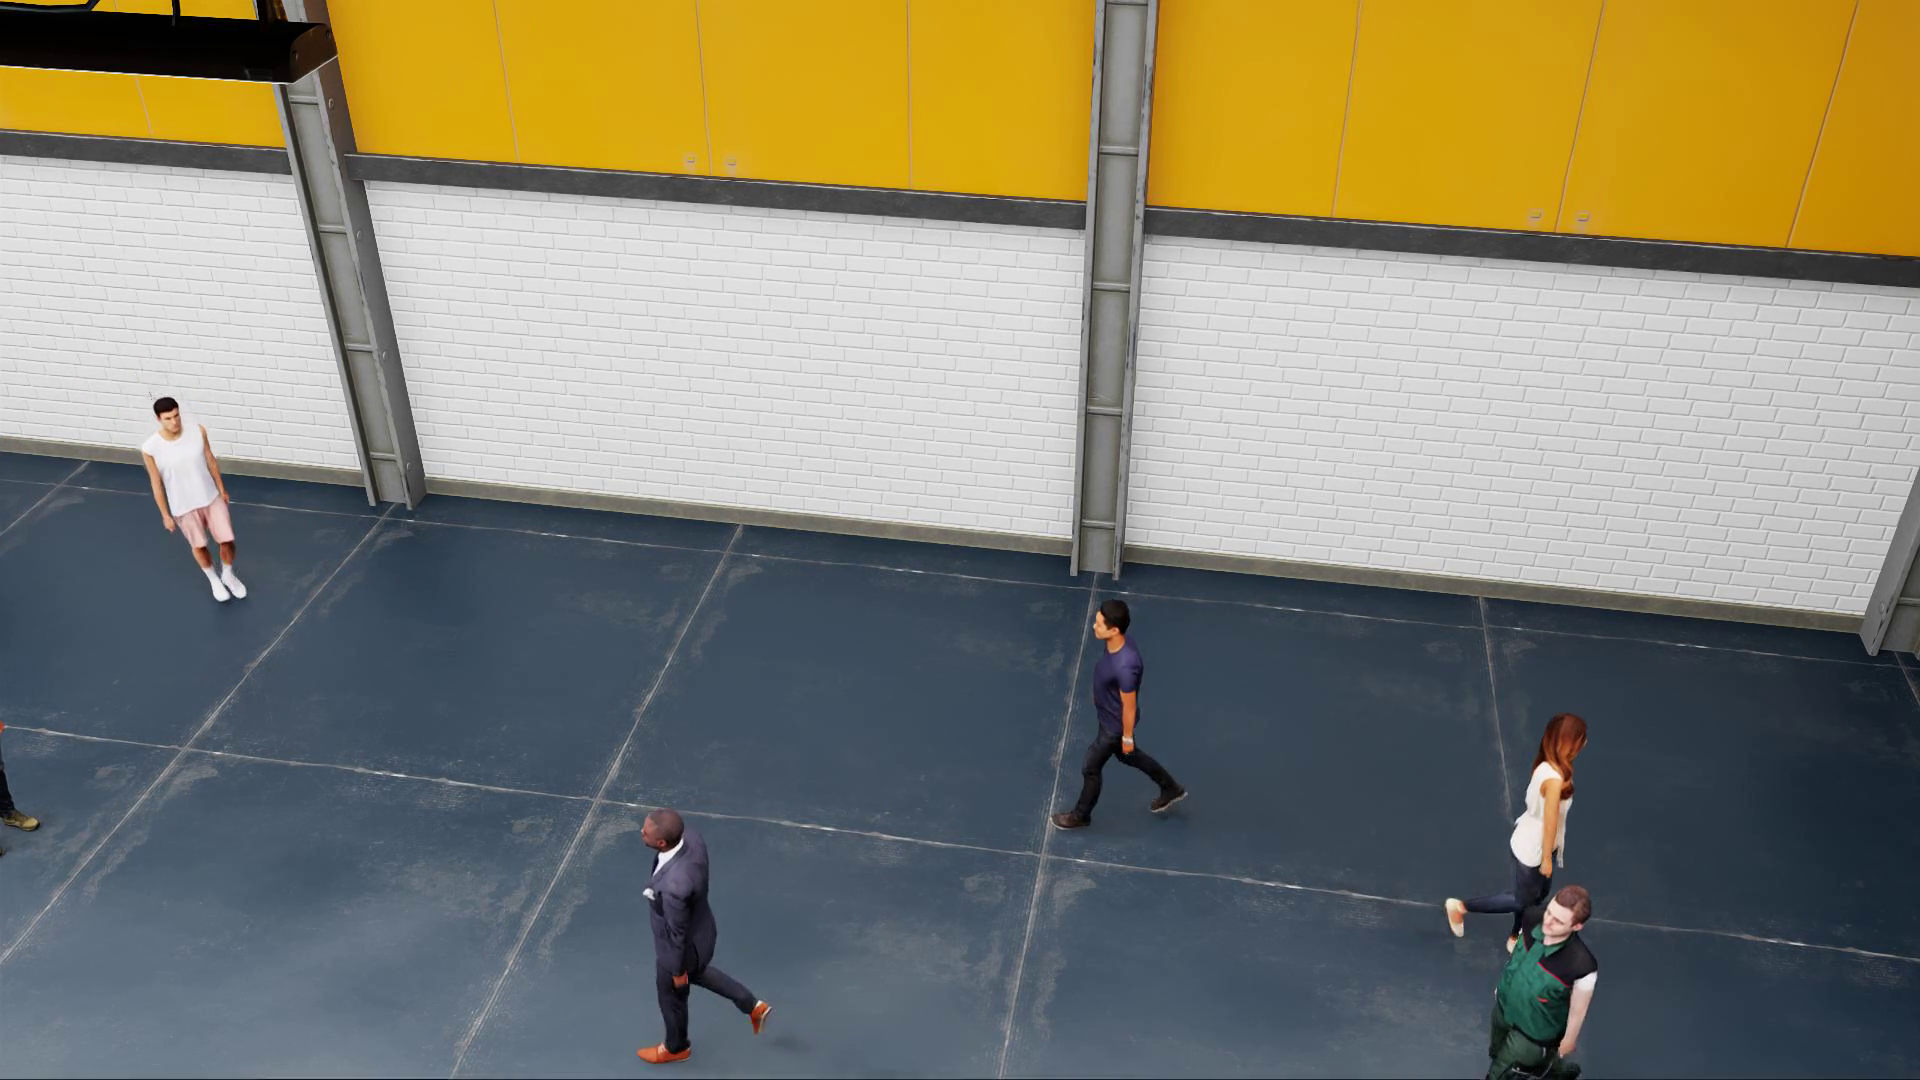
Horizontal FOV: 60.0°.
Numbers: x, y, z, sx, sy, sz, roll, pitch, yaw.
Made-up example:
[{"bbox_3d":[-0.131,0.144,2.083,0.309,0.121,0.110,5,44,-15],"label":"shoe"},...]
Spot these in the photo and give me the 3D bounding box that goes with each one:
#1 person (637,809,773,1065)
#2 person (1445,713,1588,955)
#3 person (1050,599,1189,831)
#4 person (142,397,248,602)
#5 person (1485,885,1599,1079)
[{"bbox_3d":[-1.397,2.131,8.864,1.026,1.805,0.777,1,34,1],"label":"person"},{"bbox_3d":[3.207,1.716,9.525,0.940,1.764,0.725,13,36,19],"label":"person"},{"bbox_3d":[1.078,1.117,10.438,1.196,1.751,0.825,-1,34,-2],"label":"person"},{"bbox_3d":[-5.828,-0.343,12.613,0.809,1.775,0.865,-23,40,-30],"label":"person"},{"bbox_3d":[2.957,2.394,8.455,1.162,1.820,0.957,-10,35,-15],"label":"person"}]
